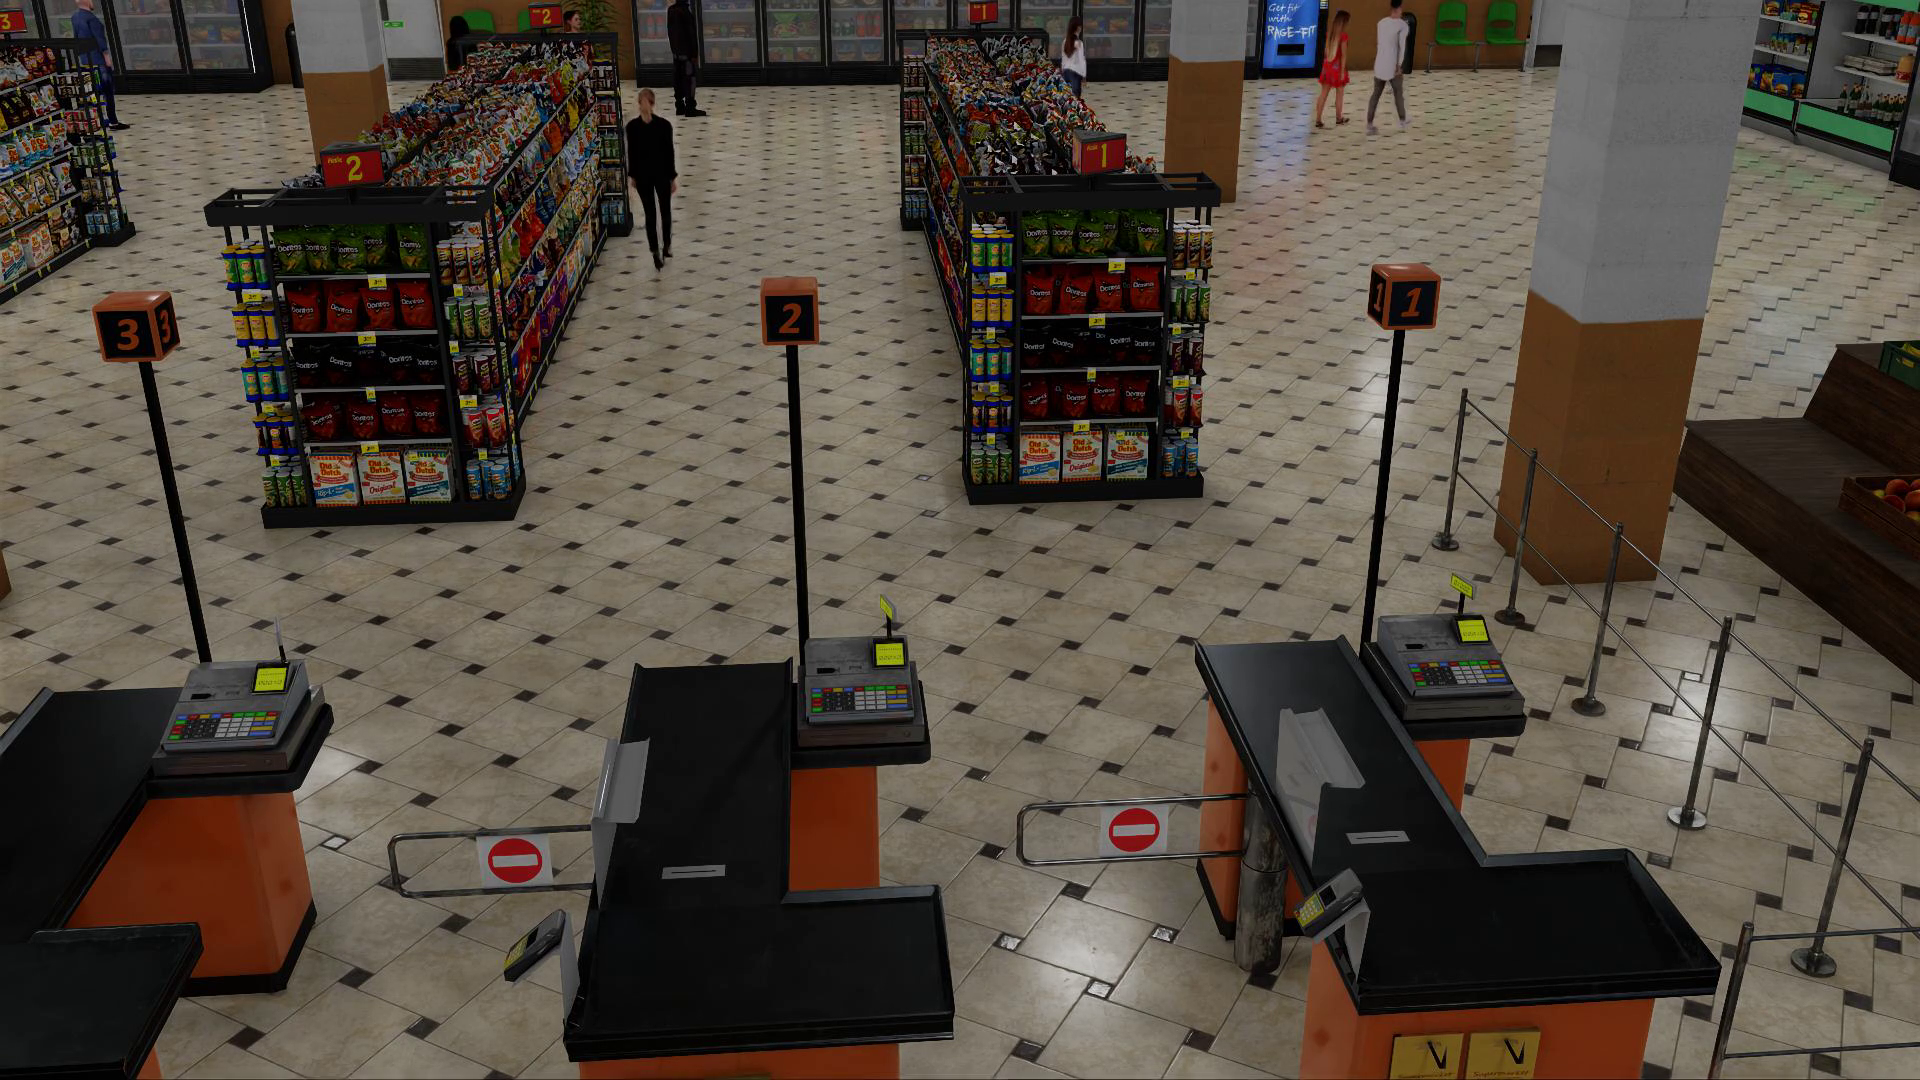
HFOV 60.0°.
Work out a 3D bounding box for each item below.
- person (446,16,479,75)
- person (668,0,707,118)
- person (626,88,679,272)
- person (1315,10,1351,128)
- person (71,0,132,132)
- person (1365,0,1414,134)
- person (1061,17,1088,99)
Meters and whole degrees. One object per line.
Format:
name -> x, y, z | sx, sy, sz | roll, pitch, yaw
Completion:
person -> -6.551, -6.144, 22.184 | 0.890, 1.606, 0.830 | 22, 32, 40
person -> -4.005, -7.074, 24.035 | 0.847, 1.825, 0.760 | -22, 32, -40
person -> -2.923, -3.393, 15.792 | 0.636, 1.691, 0.745 | -2, 24, -3
person -> 5.131, -6.495, 23.038 | 0.958, 1.564, 0.956 | -18, 30, -36
person -> -11.898, -6.586, 22.920 | 0.804, 1.826, 0.790 | 11, 26, 23
person -> 5.768, -6.419, 22.594 | 1.117, 1.781, 1.146 | 21, 31, 40
person -> 1.469, -6.275, 22.562 | 0.747, 1.543, 0.790 | 22, 32, 40
